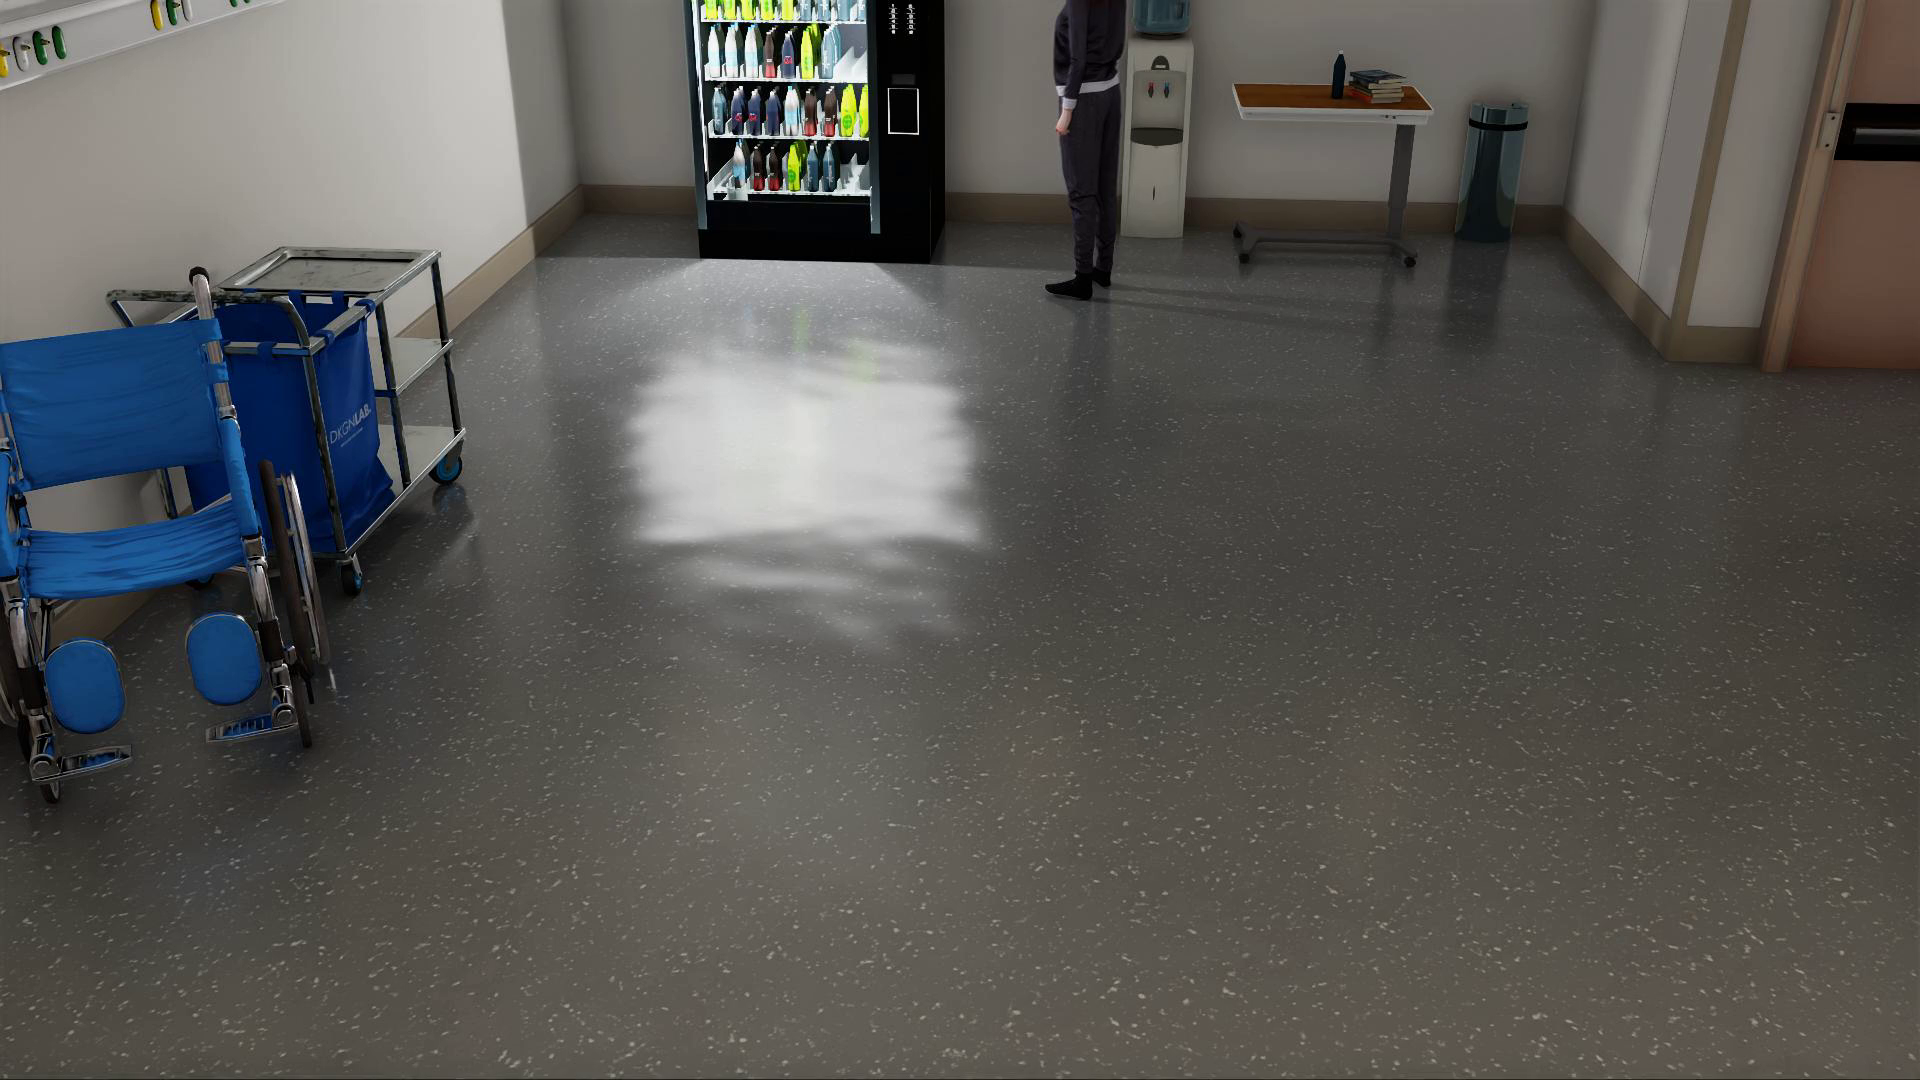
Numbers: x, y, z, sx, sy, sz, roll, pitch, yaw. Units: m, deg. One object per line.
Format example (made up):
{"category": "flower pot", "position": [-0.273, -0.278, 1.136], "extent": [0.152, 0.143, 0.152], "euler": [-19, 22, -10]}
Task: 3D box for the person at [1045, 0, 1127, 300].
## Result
{"category": "person", "position": [0.607, -2.034, 7.830], "extent": [0.651, 1.779, 0.658], "euler": [16, 30, 30]}
